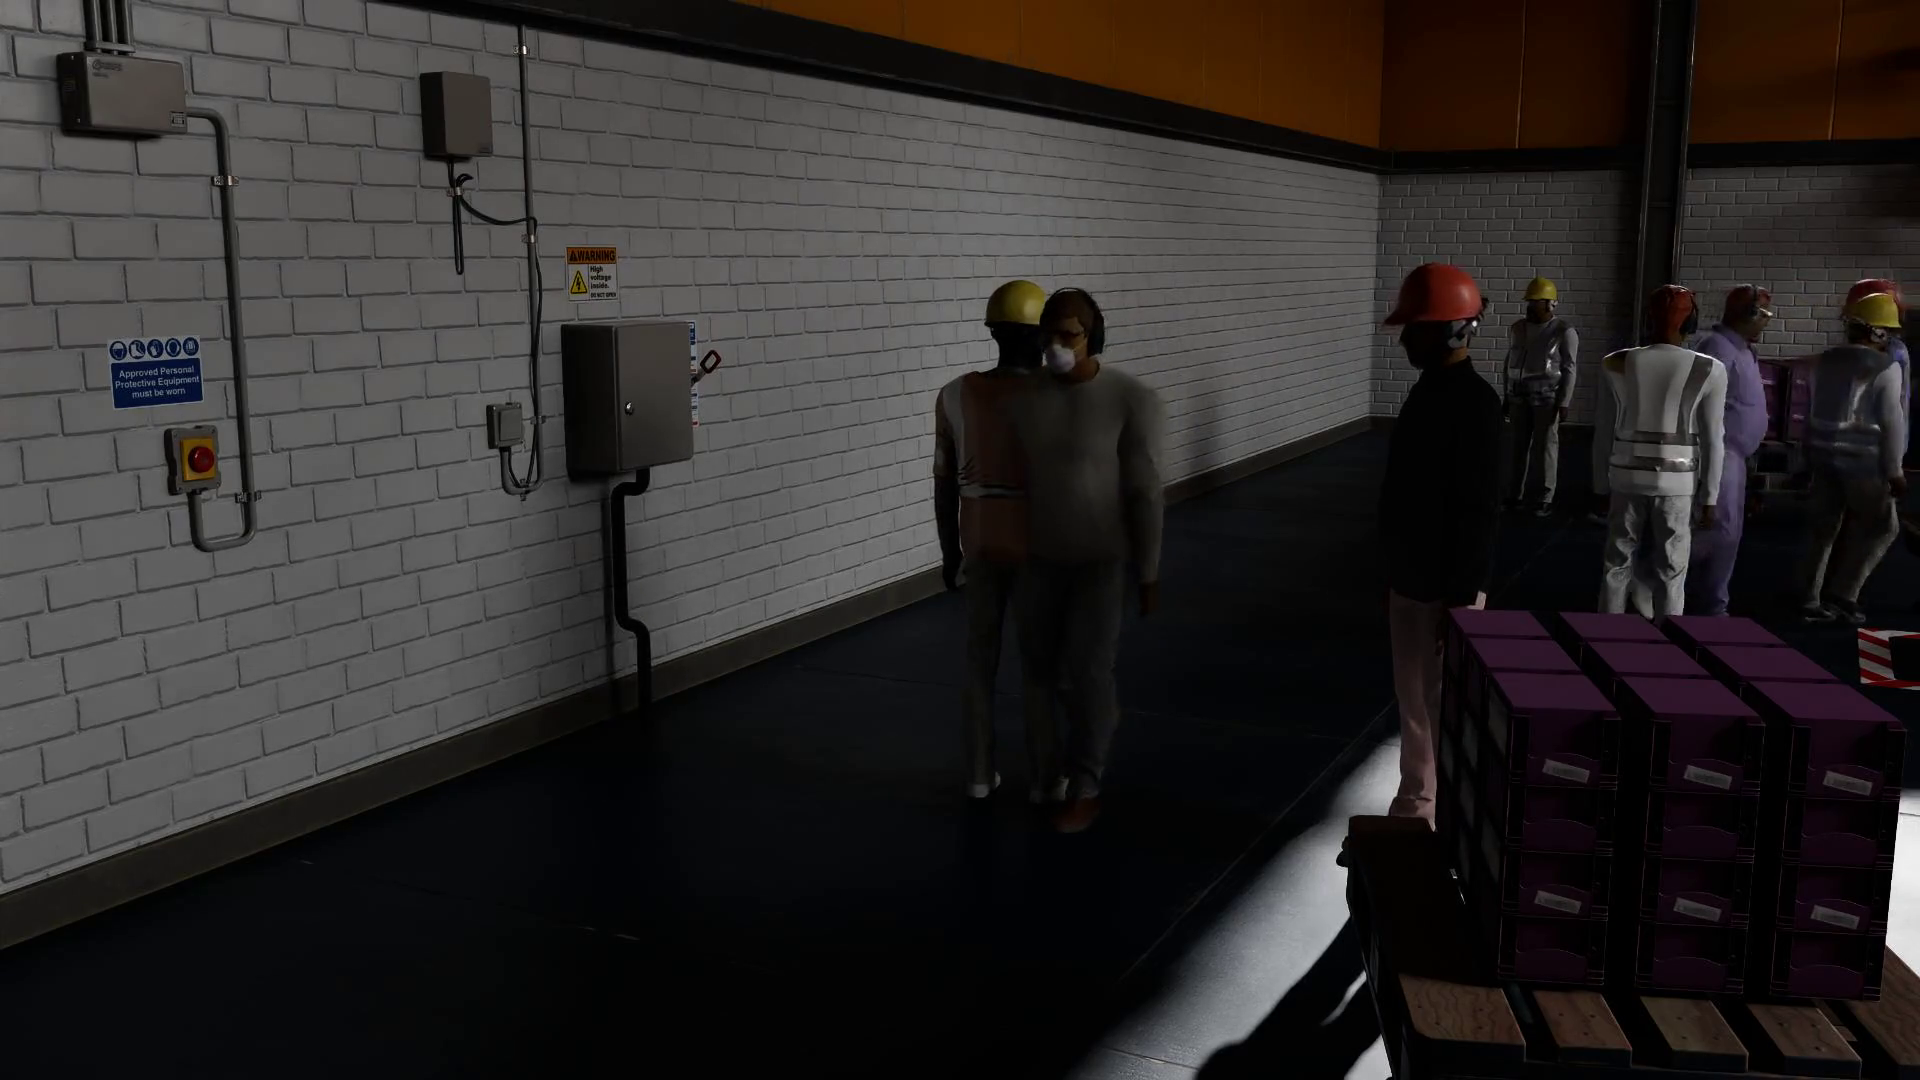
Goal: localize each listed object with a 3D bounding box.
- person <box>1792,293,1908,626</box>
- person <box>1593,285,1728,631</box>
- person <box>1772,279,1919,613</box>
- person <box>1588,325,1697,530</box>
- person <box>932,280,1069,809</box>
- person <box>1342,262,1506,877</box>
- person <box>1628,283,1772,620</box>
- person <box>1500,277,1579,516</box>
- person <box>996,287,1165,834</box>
[{"bbox_3d":[4.796,-0.412,8.949,0.431,1.813,0.613,-3,10,-16],"label":"person"},{"bbox_3d":[3.234,-0.239,7.743,0.576,1.879,0.348,7,12,35],"label":"person"},{"bbox_3d":[5.187,-0.516,9.330,0.934,1.893,0.558,4,11,22],"label":"person"},{"bbox_3d":[5.058,-0.852,12.110,0.511,1.586,0.800,-8,13,-38],"label":"person"},{"bbox_3d":[0.193,0.022,6.086,0.589,1.924,0.383,4,11,23],"label":"person"},{"bbox_3d":[1.497,0.124,5.295,0.380,1.993,0.610,-1,10,-7],"label":"person"},{"bbox_3d":[3.969,-0.424,8.864,0.609,1.872,0.680,7,12,34],"label":"person"},{"bbox_3d":[4.440,-1.102,12.851,0.404,1.835,0.587,-8,12,-38],"label":"person"},{"bbox_3d":[0.459,0.051,5.949,0.643,1.912,0.641,5,11,28],"label":"person"}]
